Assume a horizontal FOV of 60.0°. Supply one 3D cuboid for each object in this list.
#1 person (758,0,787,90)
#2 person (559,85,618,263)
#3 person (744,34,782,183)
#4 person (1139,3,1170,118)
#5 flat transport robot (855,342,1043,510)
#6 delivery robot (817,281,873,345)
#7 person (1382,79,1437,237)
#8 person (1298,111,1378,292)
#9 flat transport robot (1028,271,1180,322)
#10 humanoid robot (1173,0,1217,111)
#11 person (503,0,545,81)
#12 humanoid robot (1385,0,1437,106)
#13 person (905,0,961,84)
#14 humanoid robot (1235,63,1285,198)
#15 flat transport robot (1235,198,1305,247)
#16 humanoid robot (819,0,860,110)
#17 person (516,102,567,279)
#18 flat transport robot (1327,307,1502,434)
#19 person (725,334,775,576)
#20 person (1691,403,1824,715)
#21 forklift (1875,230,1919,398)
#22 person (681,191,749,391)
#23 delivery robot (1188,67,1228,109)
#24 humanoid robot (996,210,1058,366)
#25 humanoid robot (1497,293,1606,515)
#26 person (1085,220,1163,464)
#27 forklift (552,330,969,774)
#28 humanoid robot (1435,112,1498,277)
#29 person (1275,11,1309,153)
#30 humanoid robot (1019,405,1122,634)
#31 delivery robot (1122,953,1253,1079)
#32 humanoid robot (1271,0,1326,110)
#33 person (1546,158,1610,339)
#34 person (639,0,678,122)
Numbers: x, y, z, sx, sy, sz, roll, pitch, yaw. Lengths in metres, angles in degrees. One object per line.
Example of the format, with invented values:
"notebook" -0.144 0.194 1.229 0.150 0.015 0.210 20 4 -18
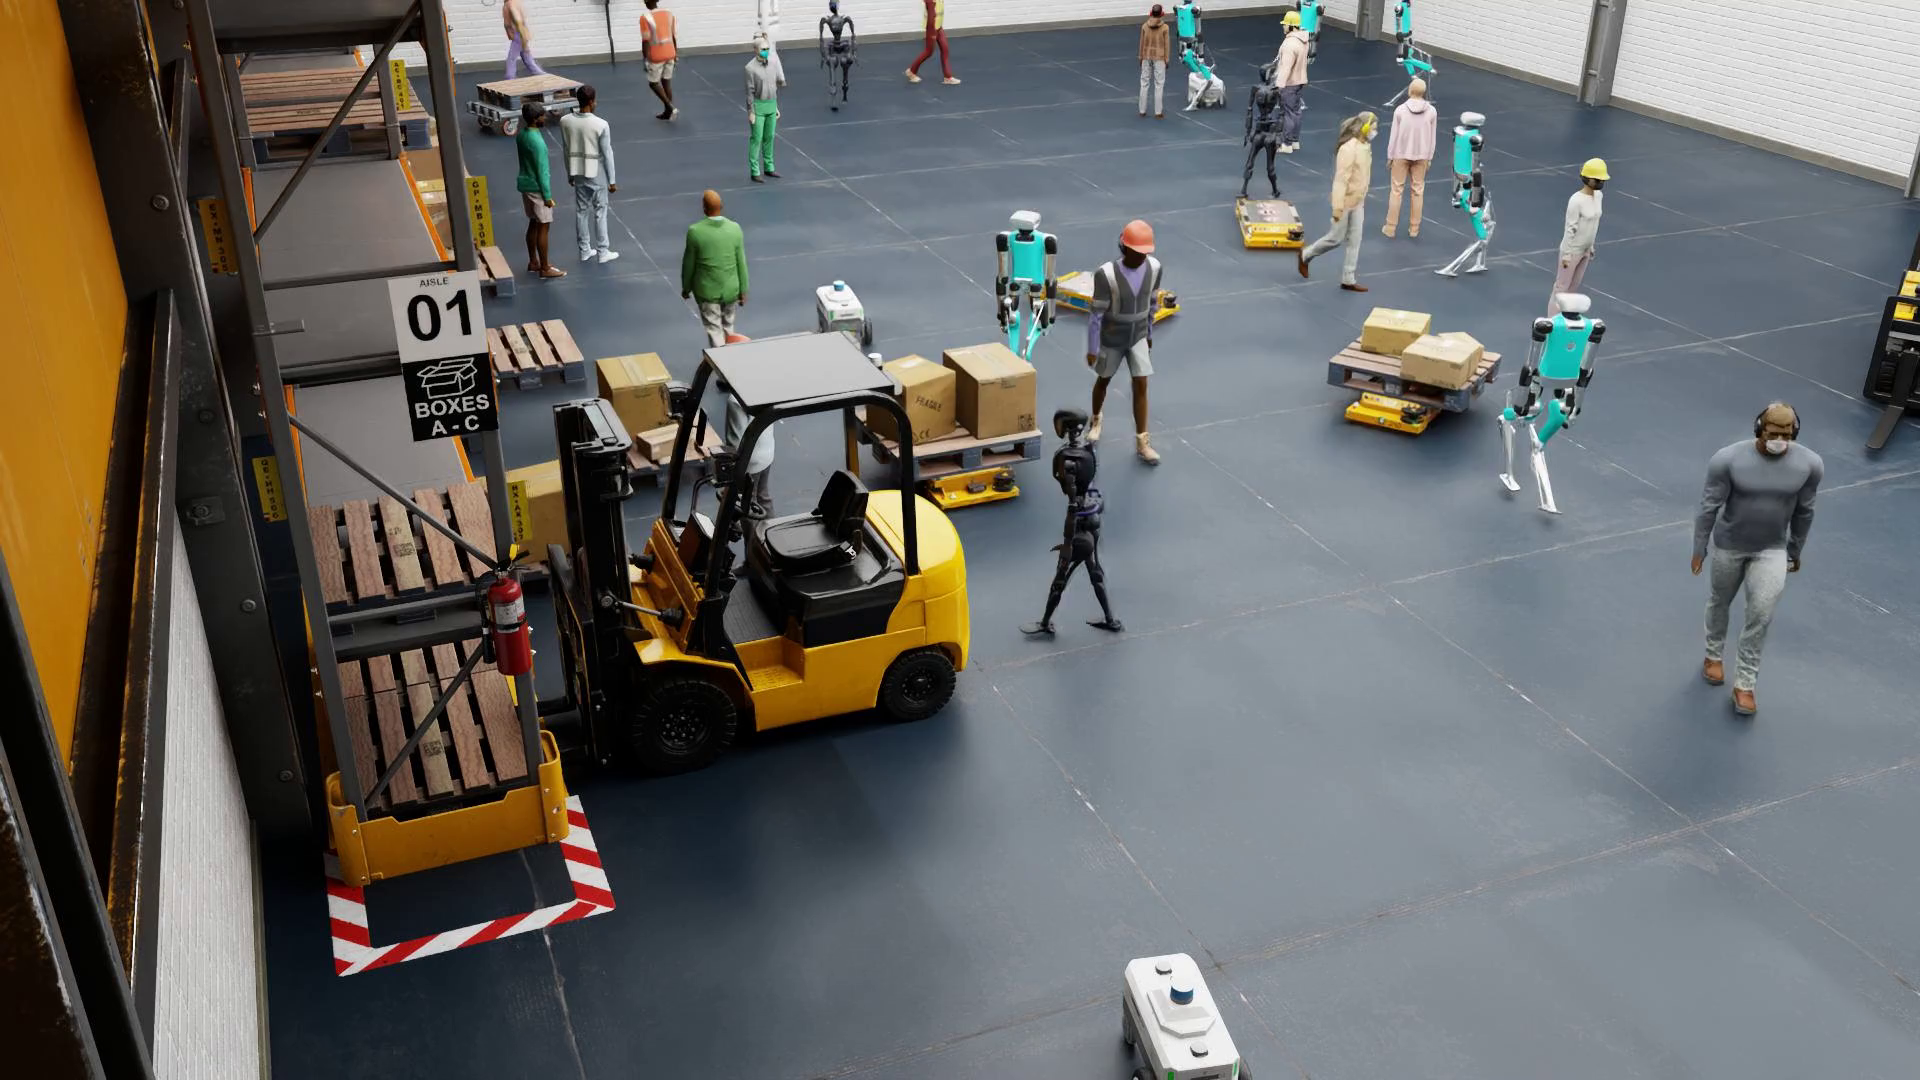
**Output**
"person" -2.977 -8.039 26.218 0.379 1.862 0.667 2 27 4
"person" -4.009 -3.955 18.037 0.597 1.907 0.410 9 28 17
"person" -2.513 -5.510 21.198 0.328 1.839 0.518 20 33 34
"person" 2.848 -7.041 24.458 0.462 1.646 0.321 9 28 18
"flat transport robot" -0.116 -0.641 13.262 0.659 0.231 1.431 -11 29 -21
"delivery robot" -1.158 -2.200 16.037 0.499 0.587 0.774 -7 28 -13
"person" 5.121 -4.330 18.912 0.532 1.783 0.400 1 27 2
"person" 3.976 -3.533 17.281 0.785 1.840 0.591 22 34 37
"flat transport robot" 1.455 -2.463 16.886 1.431 0.231 0.659 20 33 34
"humanoid robot" 3.628 -7.289 24.925 0.913 1.829 0.566 -17 31 -31
"person" -6.794 -7.704 25.631 0.974 1.779 0.627 -7 27 -13
"humanoid robot" 6.905 -7.282 24.929 1.006 1.780 0.541 14 30 26
"person" -0.455 -8.184 26.637 0.862 1.737 0.480 8 28 16
"humanoid robot" 3.720 -4.977 20.351 0.606 1.646 0.599 -22 34 -37
"flat transport robot" 3.587 -3.682 19.312 0.659 0.231 1.431 2 27 3
"humanoid robot" -1.812 -7.315 25.027 0.604 1.629 0.786 1 27 2
"person" -4.488 -3.693 17.593 0.390 1.841 0.489 -18 32 -32
"flat transport robot" 3.954 -1.299 14.572 0.659 0.231 1.431 17 31 30
"person" -1.471 -0.588 11.520 0.347 1.739 0.571 8 28 15
"person" 4.717 0.109 9.941 0.660 1.908 0.846 8 28 15
"forklift" 9.029 -2.397 14.618 1.214 2.155 2.313 18 32 32
"person" -2.192 -2.253 14.826 0.559 1.749 0.807 -13 29 -24
"delivery robot" 3.760 -6.898 25.411 0.499 0.614 0.818 -5 27 -10
"humanoid robot" 0.515 -1.869 14.057 0.549 1.736 0.966 8 28 15
"humanoid robot" 4.369 -1.068 12.501 0.562 1.751 0.988 -3 27 -5
"person" 1.309 -1.620 13.334 0.644 1.985 0.895 -10 28 -18
"forklift" -1.094 0.010 9.831 2.313 2.155 1.214 -10 28 -20
"humanoid robot" 5.497 -3.634 17.587 0.855 1.769 0.533 -5 27 -9
"person" 4.499 -6.206 22.567 0.436 1.859 0.803 14 30 26
"humanoid robot" 0.733 -0.113 10.671 0.713 1.622 0.595 4 27 9
"delivery robot" 0.966 2.190 7.314 0.499 0.596 0.795 -5 27 -10
"humanoid robot" 4.986 -7.297 24.893 0.798 1.789 0.533 -17 31 -30
"person" 5.877 -2.742 15.775 0.525 1.767 0.329 -22 34 -37
"person" -4.309 -6.995 24.039 0.564 1.940 0.652 22 34 36
